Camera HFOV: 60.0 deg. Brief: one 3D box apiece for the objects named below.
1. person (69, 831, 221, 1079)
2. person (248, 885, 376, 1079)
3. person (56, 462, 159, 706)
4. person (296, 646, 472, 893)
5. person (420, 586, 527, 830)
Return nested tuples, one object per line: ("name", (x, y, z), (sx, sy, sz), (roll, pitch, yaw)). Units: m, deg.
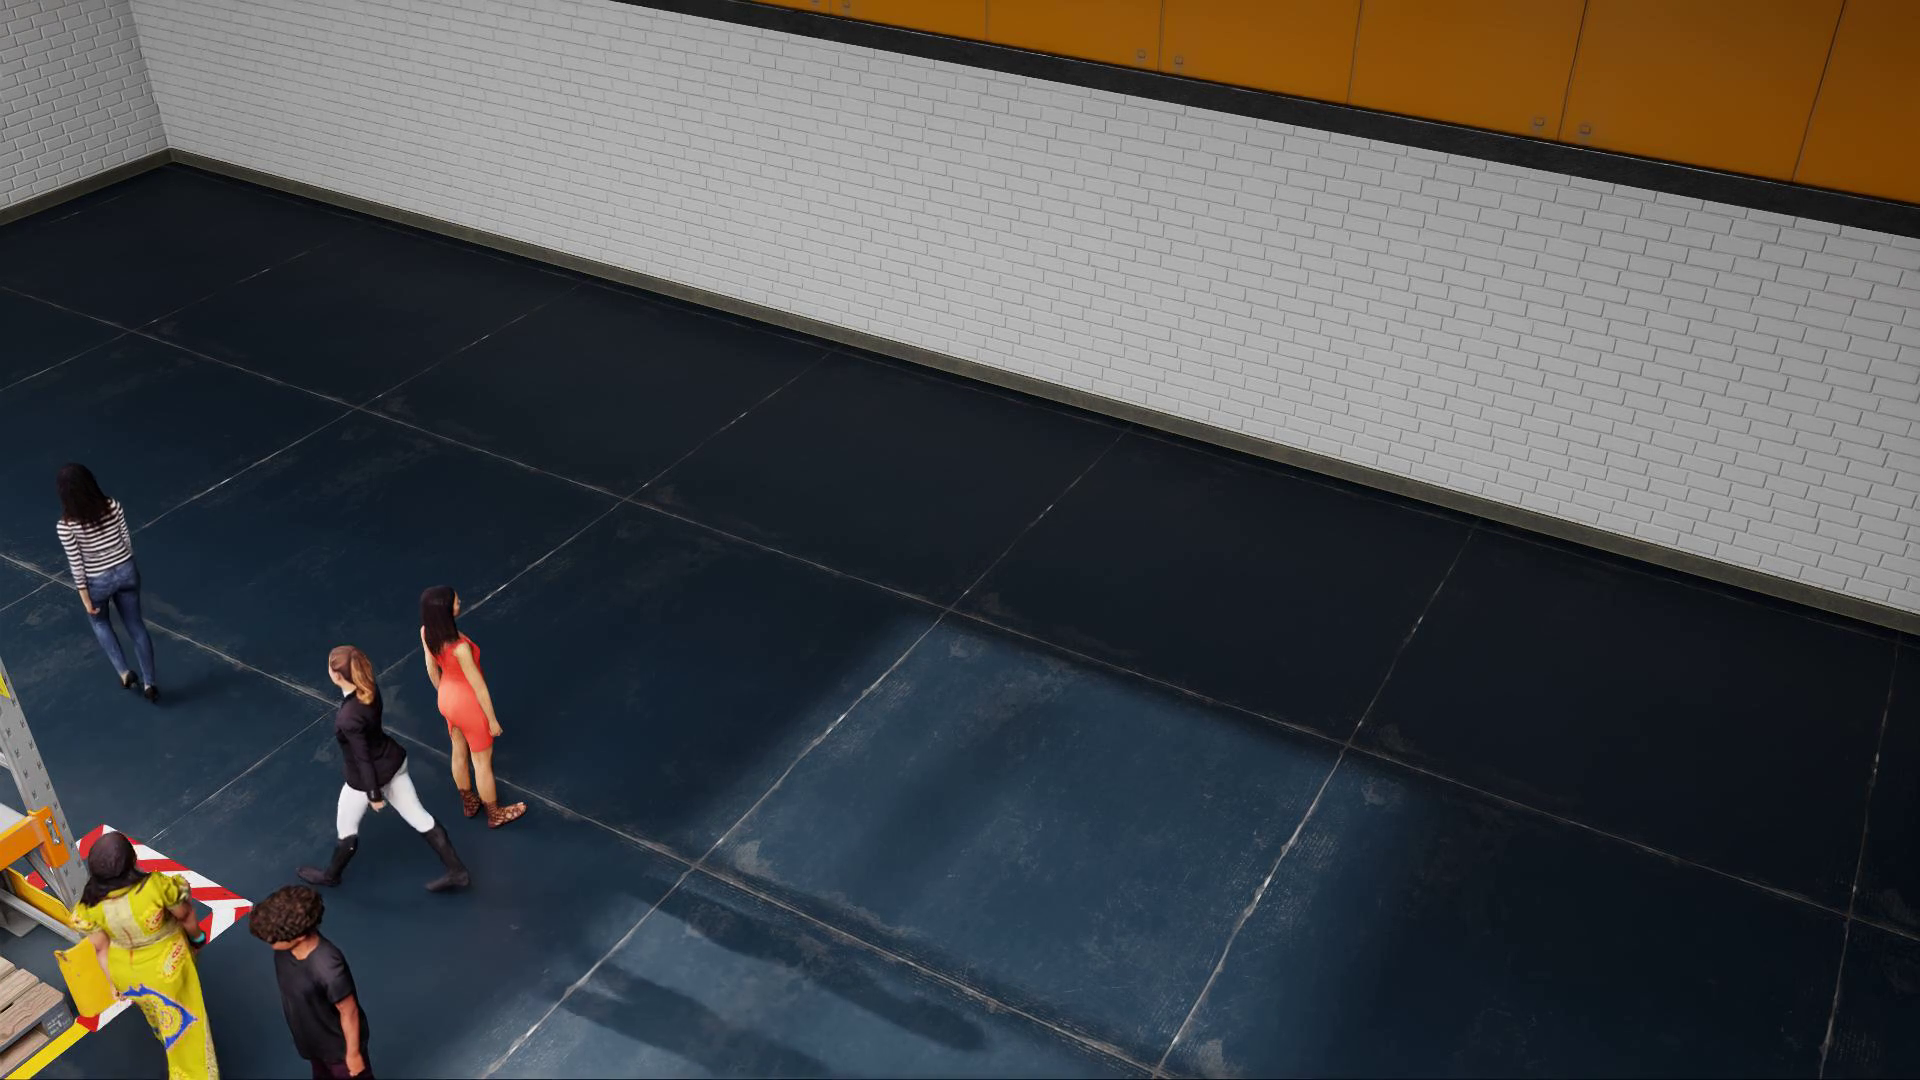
("person", (-3.913, 2.163, 8.104), (1.236, 1.609, 1.360), (-6, 34, -9))
("person", (-2.959, 2.268, 7.793), (0.650, 1.780, 0.602), (22, 39, 29))
("person", (-5.405, 0.335, 10.706), (0.711, 1.773, 0.647), (26, 41, 33))
("person", (-3.153, 1.342, 9.289), (1.085, 1.665, 1.207), (-2, 34, -3))
("person", (-2.915, 0.982, 9.782), (0.600, 1.718, 0.539), (21, 39, 28))
